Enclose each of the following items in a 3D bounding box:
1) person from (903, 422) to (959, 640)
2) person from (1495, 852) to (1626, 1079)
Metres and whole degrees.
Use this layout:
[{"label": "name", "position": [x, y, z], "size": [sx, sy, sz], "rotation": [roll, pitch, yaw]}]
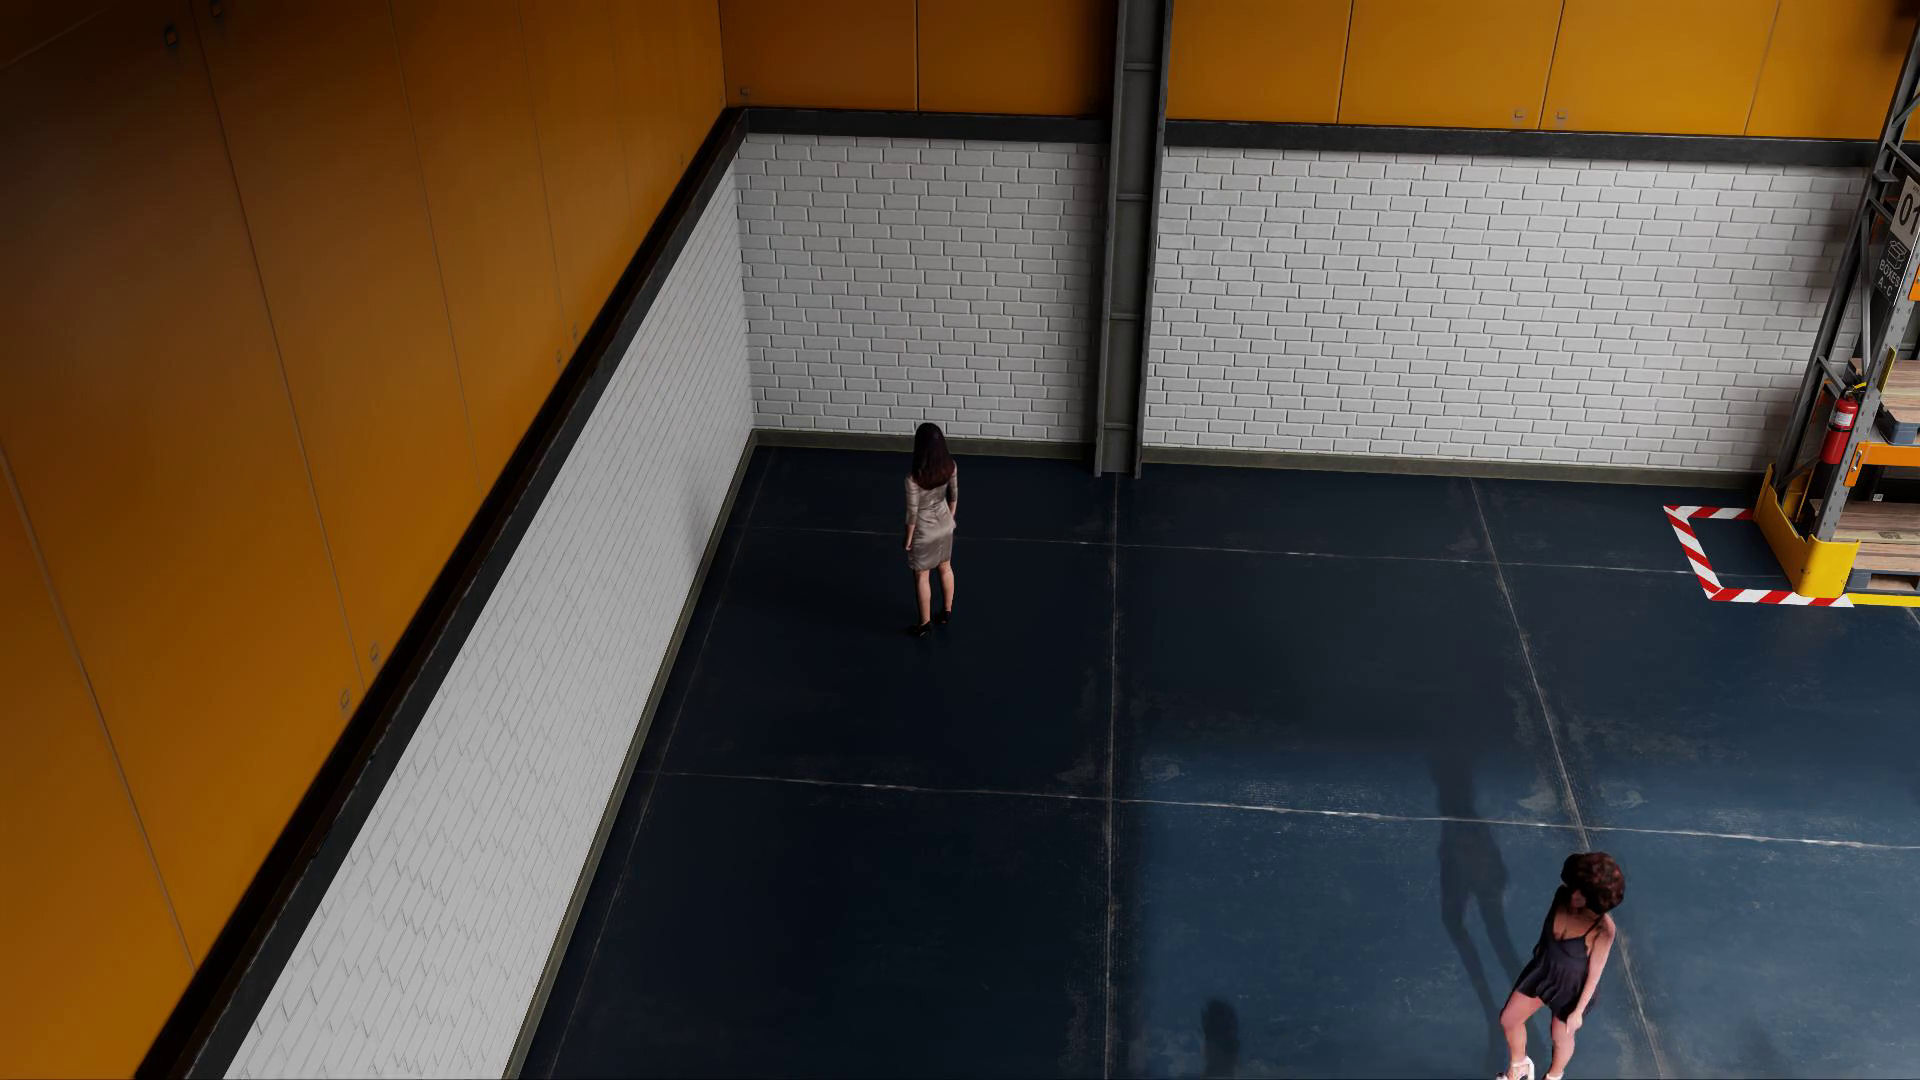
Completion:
[{"label": "person", "position": [-0.211, -0.061, 11.882], "size": [0.655, 1.746, 0.722], "rotation": [-23, 40, -31]}, {"label": "person", "position": [3.109, 2.219, 8.426], "size": [0.781, 1.774, 0.725], "rotation": [-17, 37, -23]}]
